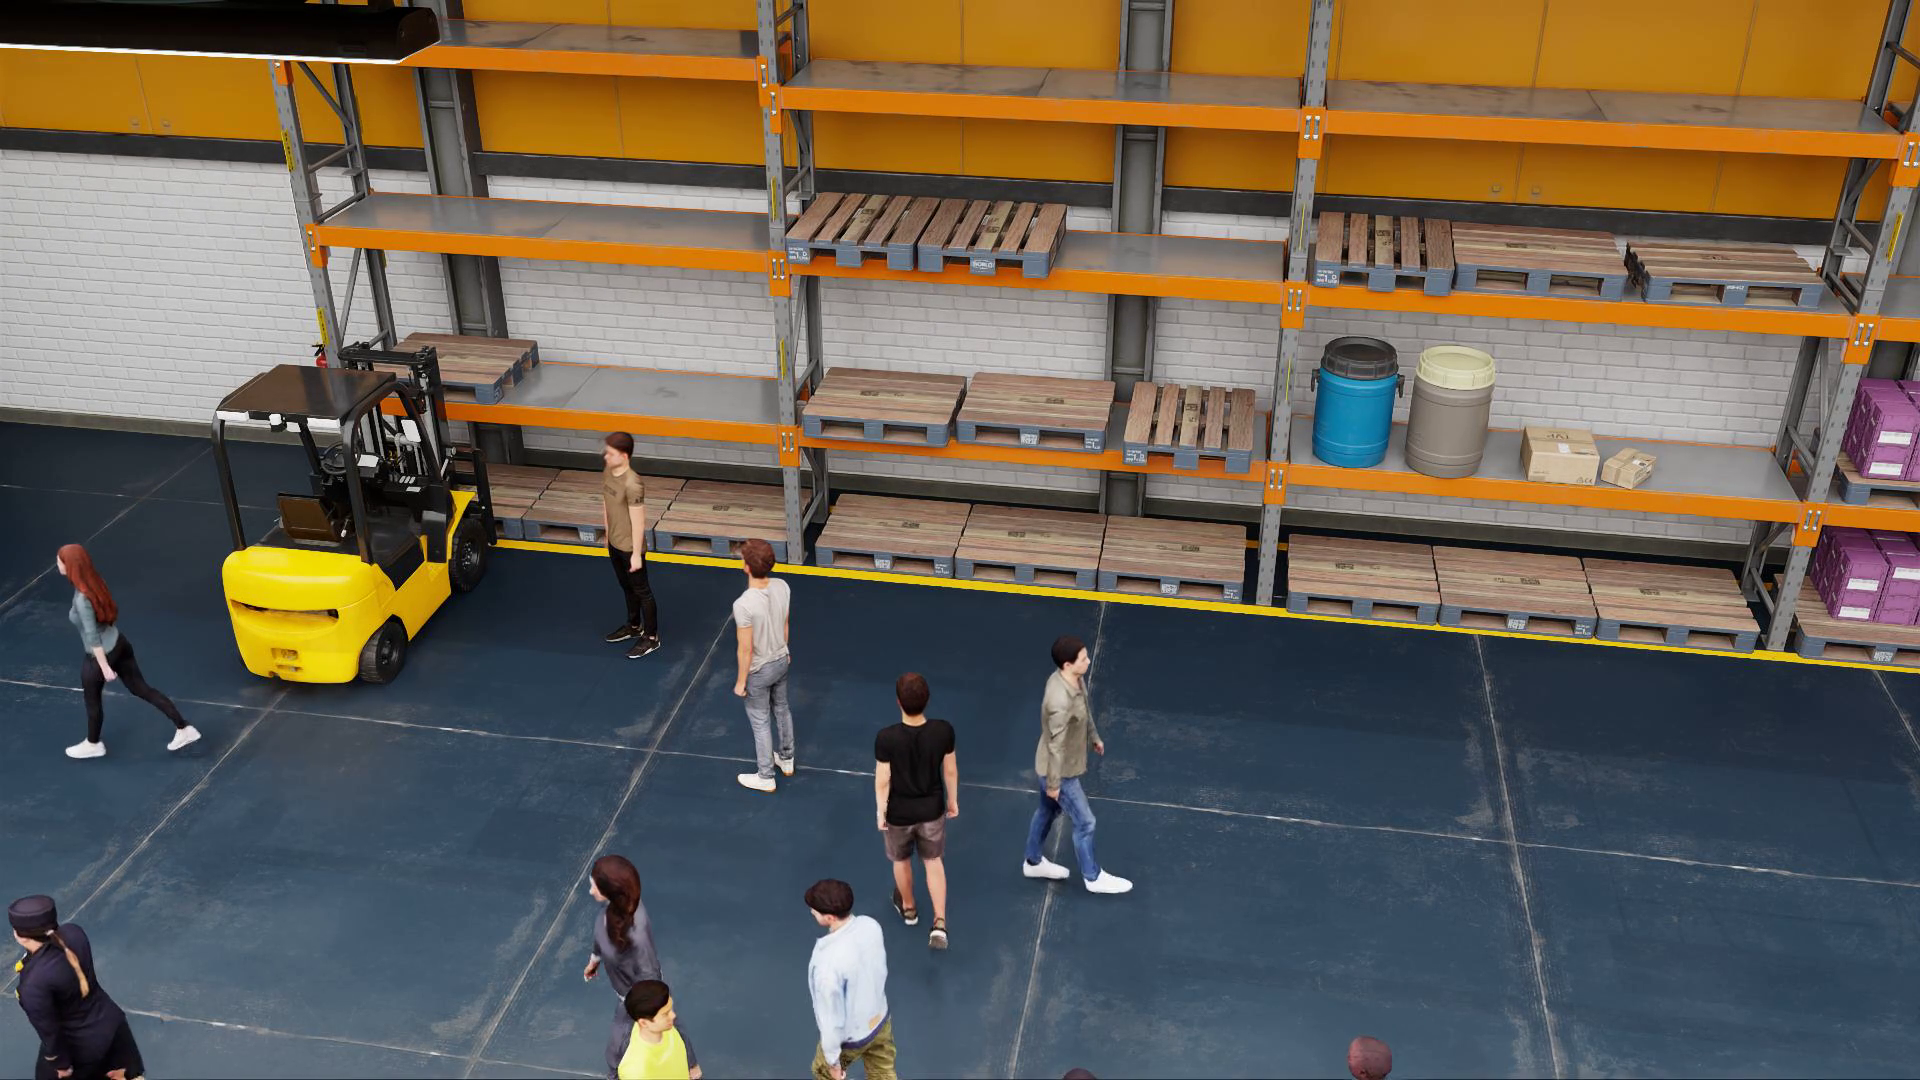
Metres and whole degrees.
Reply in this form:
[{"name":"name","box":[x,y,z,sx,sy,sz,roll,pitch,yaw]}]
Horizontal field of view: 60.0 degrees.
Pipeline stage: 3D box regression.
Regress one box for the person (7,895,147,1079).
[{"name":"person","box":[-4.362,2.528,8.436,1.094,1.622,0.775,1,29,3]}]

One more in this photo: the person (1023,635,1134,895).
[{"name":"person","box":[0.540,1.380,10.310,0.940,1.843,0.733,3,29,5]}]

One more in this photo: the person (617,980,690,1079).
[{"name":"person","box":[-1.433,2.766,7.911,0.581,1.708,0.655,0,29,1]}]

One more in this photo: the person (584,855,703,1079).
[{"name":"person","box":[-1.614,2.320,8.725,1.139,1.710,1.006,-10,30,-18]}]

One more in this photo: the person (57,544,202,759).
[{"name":"person","box":[-5.811,0.799,11.522,1.230,1.702,0.804,-2,29,-4]}]

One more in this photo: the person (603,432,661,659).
[{"name":"person","box":[-2.555,0.013,12.808,0.807,1.851,0.729,-21,35,-34]}]

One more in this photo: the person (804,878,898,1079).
[{"name":"person","box":[-0.445,2.493,8.357,1.272,1.760,1.014,17,33,28]}]

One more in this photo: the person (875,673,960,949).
[{"name":"person","box":[-0.257,1.643,9.829,1.064,1.843,0.993,-8,30,-14]}]

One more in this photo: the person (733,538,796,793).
[{"name":"person","box":[-1.321,0.842,11.240,0.707,1.898,0.731,18,33,30]}]
